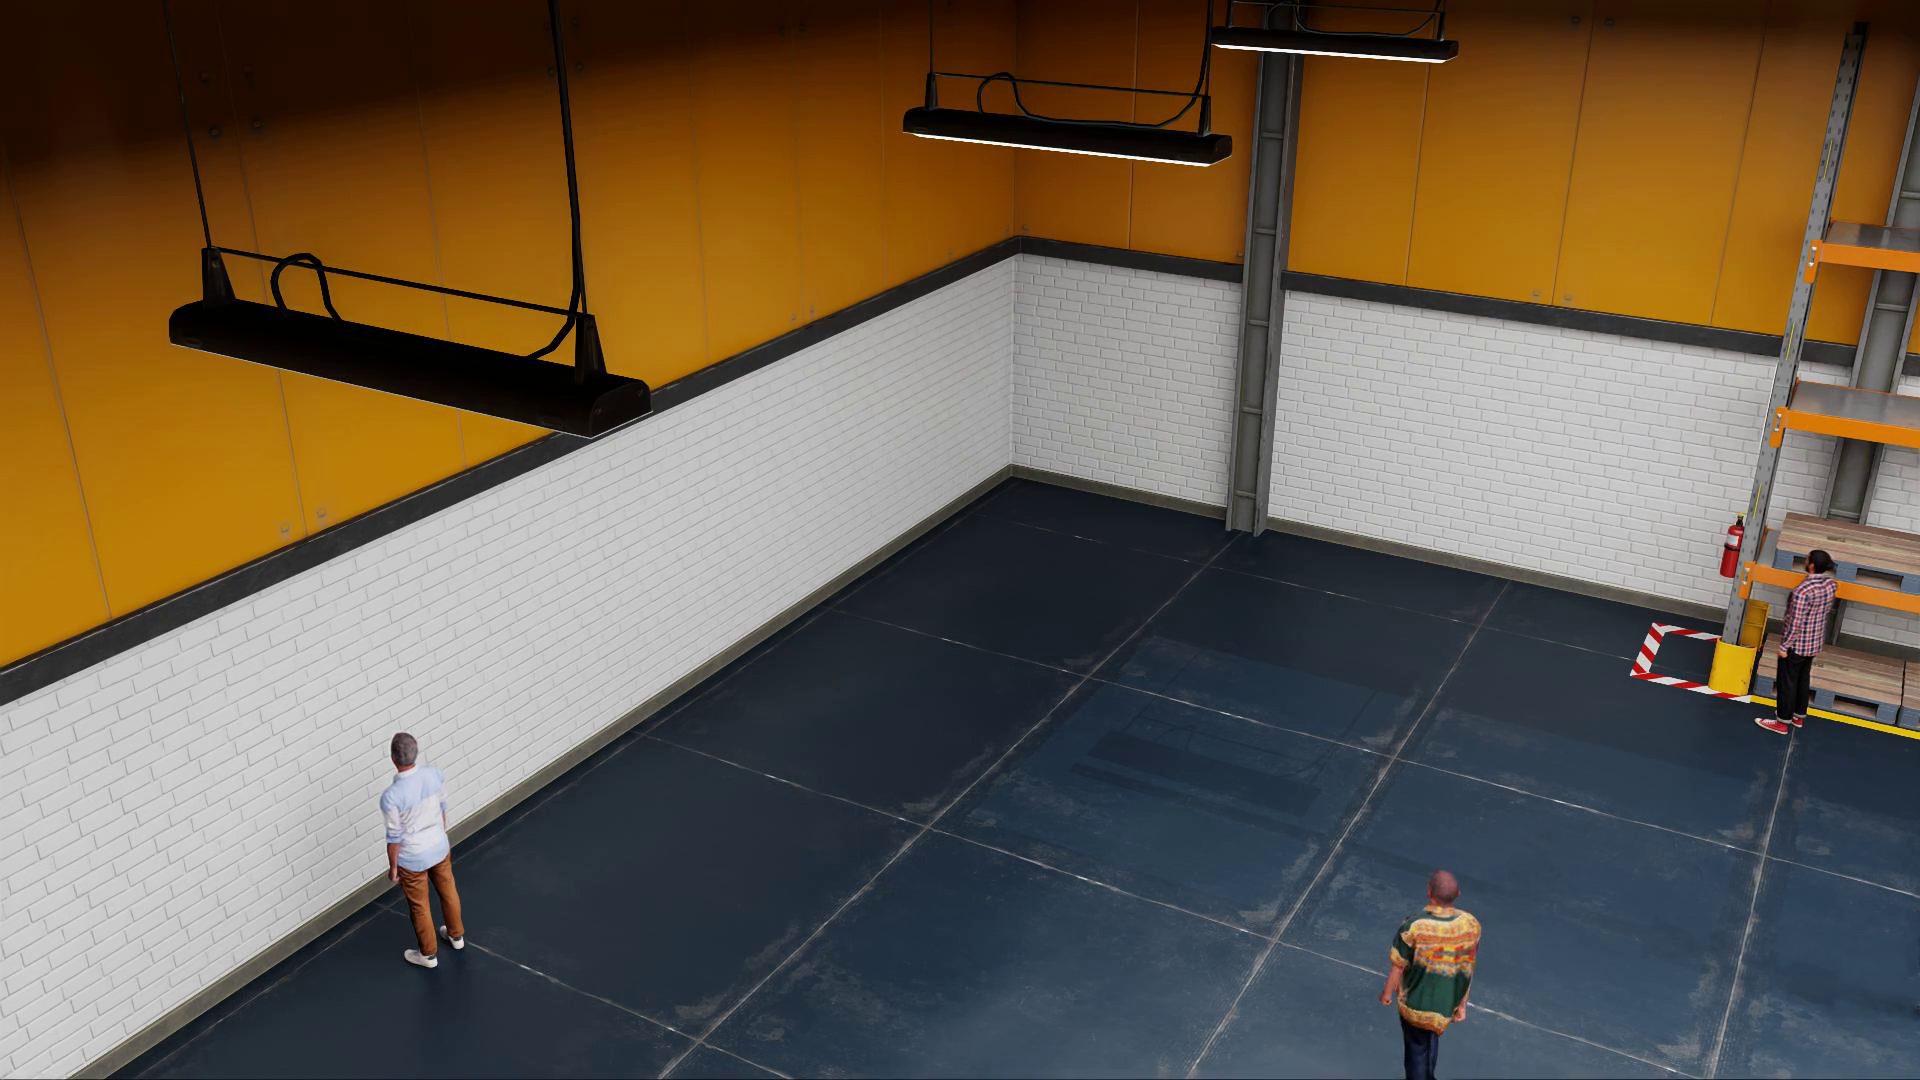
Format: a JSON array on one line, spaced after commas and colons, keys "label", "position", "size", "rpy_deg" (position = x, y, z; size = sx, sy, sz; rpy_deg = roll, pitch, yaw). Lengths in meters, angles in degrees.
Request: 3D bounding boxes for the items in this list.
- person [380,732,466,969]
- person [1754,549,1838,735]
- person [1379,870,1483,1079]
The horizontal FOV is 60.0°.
[{"label": "person", "position": [-3.815, 2.181, 11.785], "size": [0.591, 1.827, 0.699], "rpy_deg": [16, 28, 32]}, {"label": "person", "position": [7.491, 0.890, 14.819], "size": [0.782, 1.761, 0.756], "rpy_deg": [-14, 27, -30]}, {"label": "person", "position": [2.916, 2.874, 10.242], "size": [0.861, 1.793, 0.924], "rpy_deg": [-4, 24, -10]}]
